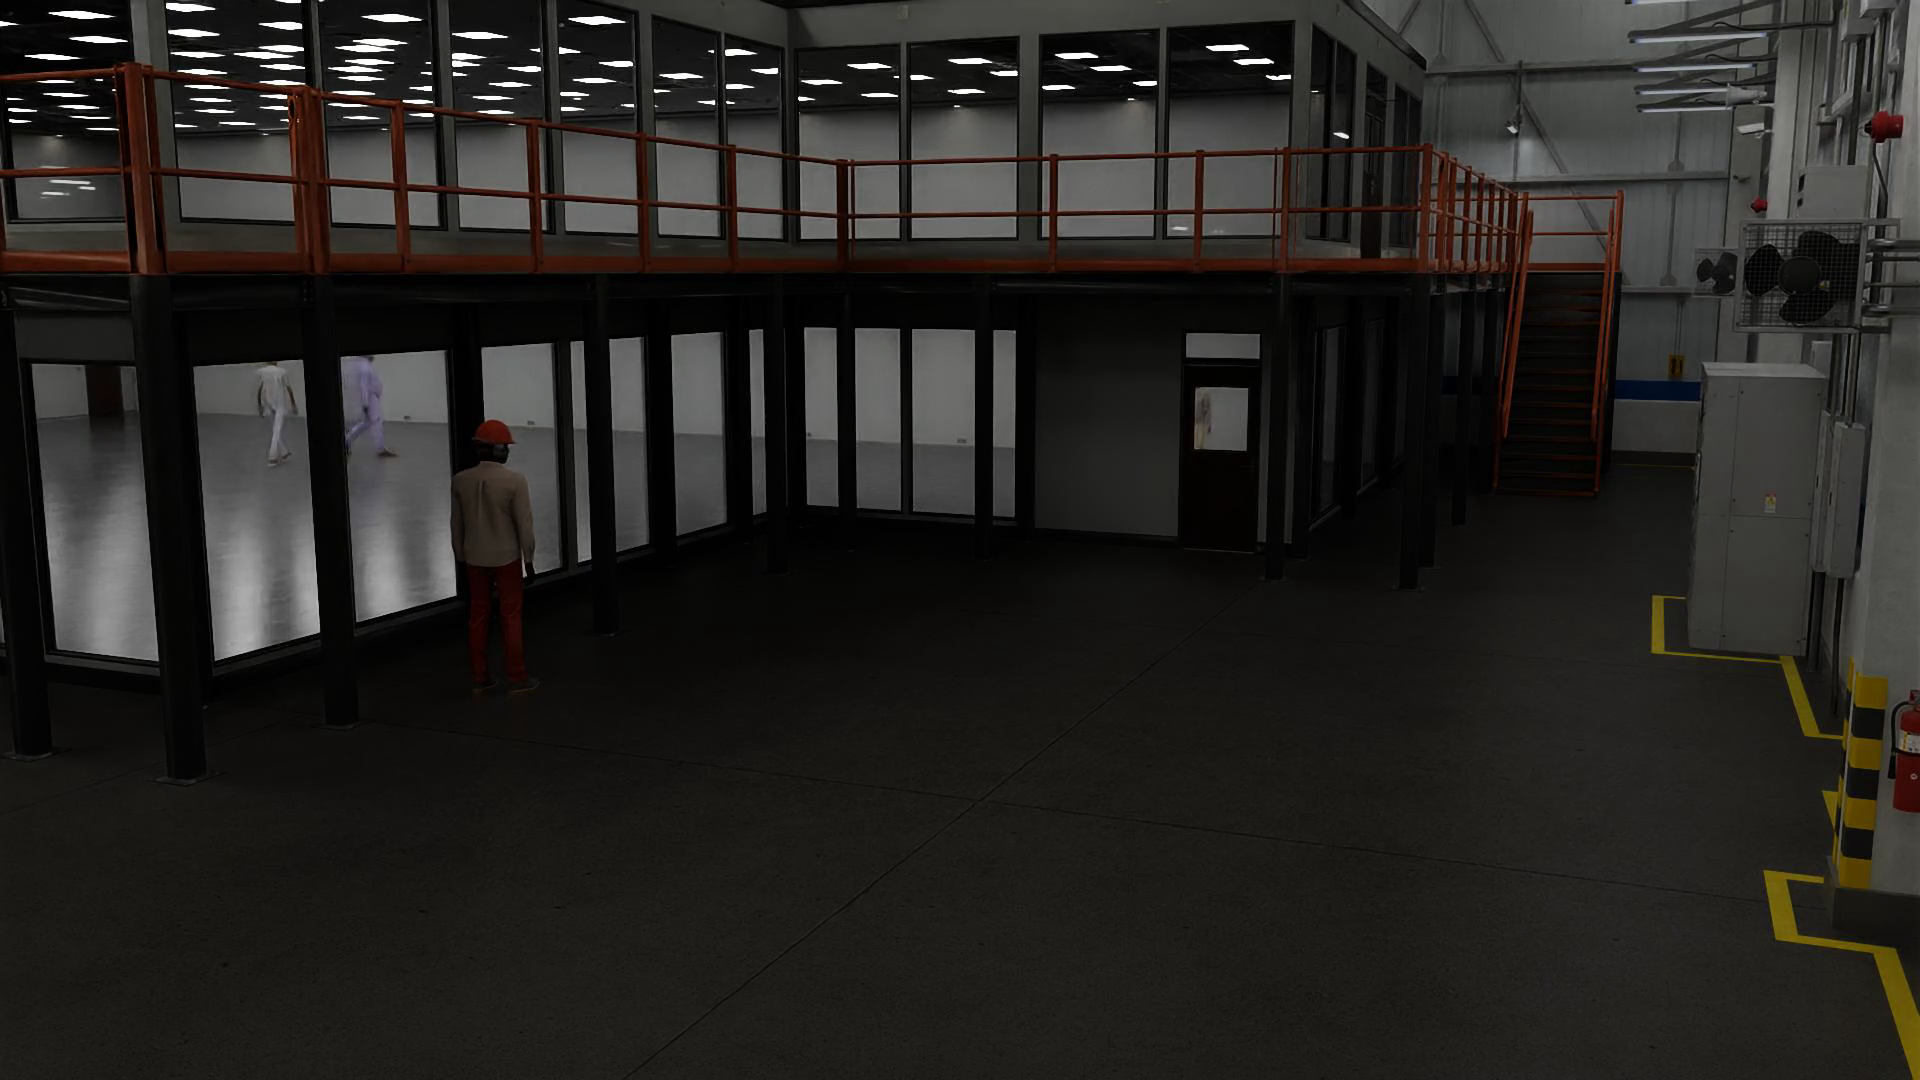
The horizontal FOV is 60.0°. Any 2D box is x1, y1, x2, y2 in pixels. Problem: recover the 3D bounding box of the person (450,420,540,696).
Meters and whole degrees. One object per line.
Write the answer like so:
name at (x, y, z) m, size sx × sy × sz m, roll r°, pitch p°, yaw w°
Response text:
person at (-3.350, 0.129, 12.005) m, size 0.621 × 1.990 × 0.391 m, roll 2°, pitch 9°, yaw 12°
